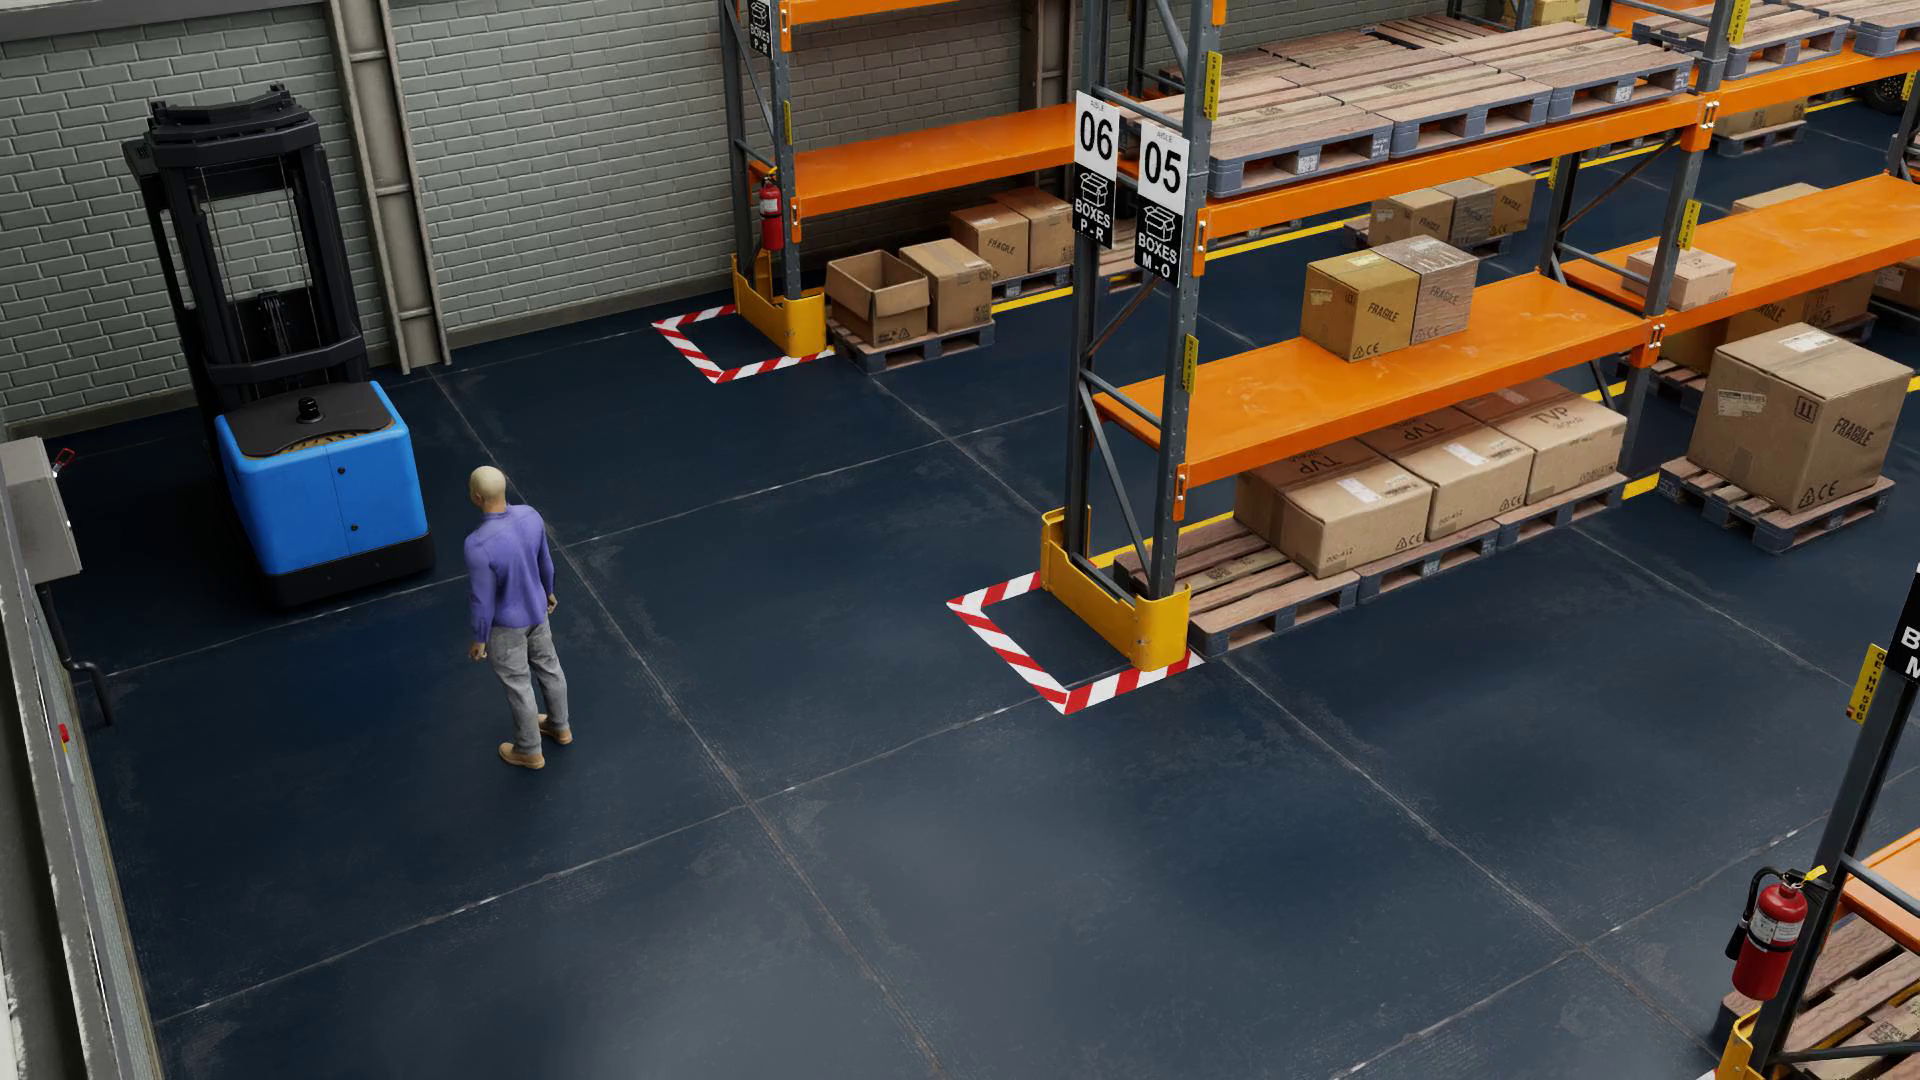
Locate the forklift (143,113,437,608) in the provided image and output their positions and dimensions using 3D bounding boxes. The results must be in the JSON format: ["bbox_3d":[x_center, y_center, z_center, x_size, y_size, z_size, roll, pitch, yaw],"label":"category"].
[{"bbox_3d":[-4.289,-1.259,10.509,1.129,2.768,1.873,-17,36,-26],"label":"forklift"}]

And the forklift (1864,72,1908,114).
[{"bbox_3d":[11.468,-5.645,18.244,1.214,2.155,2.313,-17,36,-26],"label":"forklift"}]

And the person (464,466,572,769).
[{"bbox_3d":[-2.341,0.417,8.812,0.375,1.796,0.606,17,36,26],"label":"person"}]
